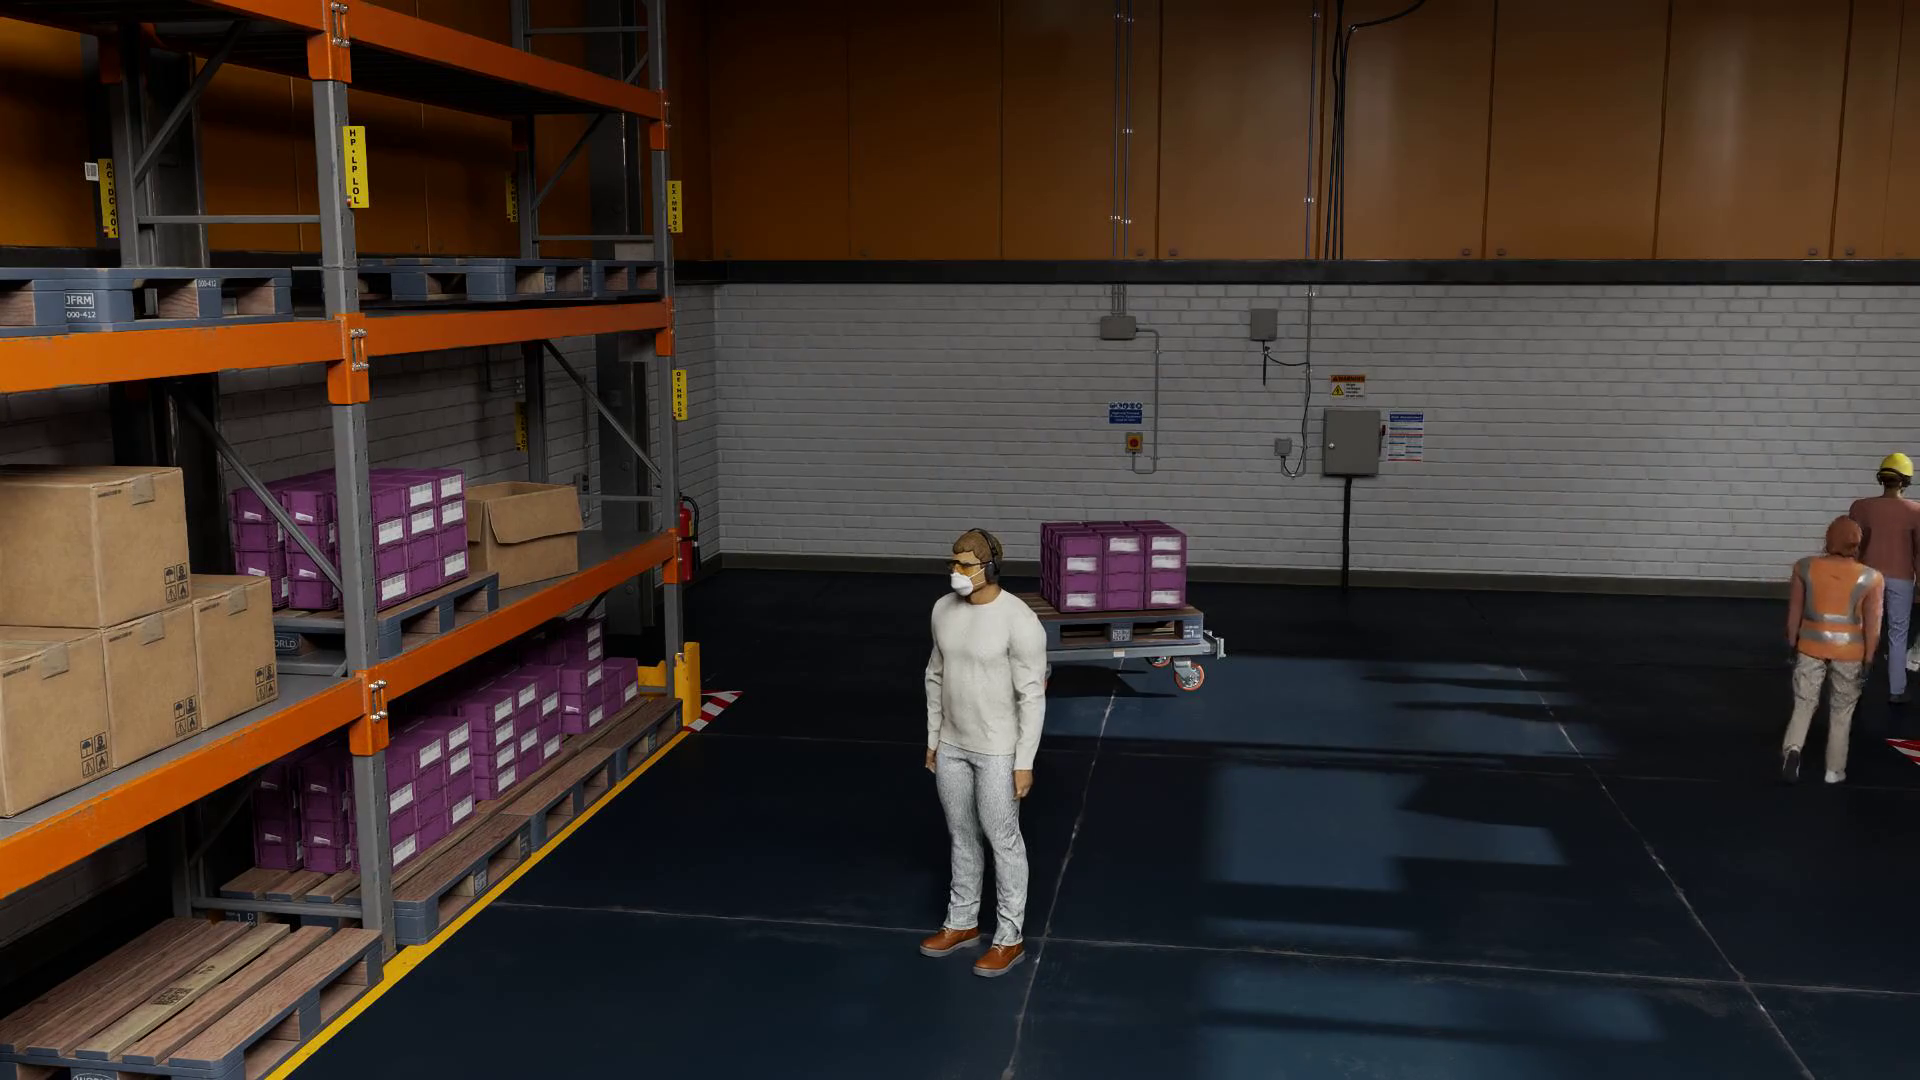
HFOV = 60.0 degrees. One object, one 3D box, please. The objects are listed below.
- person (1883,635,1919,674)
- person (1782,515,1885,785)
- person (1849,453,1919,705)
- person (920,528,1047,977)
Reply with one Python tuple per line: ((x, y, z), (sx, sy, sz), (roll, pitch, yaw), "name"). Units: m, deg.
((7.308, 0.271, 12.179), (0.849, 1.592, 0.527), (5, 11, 30), "person")
((5.051, 0.663, 9.676), (0.521, 1.622, 0.592), (8, 12, 41), "person")
((6.504, 0.270, 11.684), (0.533, 1.765, 0.329), (8, 12, 39), "person")
((0.085, 0.906, 7.217), (0.635, 1.939, 0.361), (9, 13, 43), "person")
